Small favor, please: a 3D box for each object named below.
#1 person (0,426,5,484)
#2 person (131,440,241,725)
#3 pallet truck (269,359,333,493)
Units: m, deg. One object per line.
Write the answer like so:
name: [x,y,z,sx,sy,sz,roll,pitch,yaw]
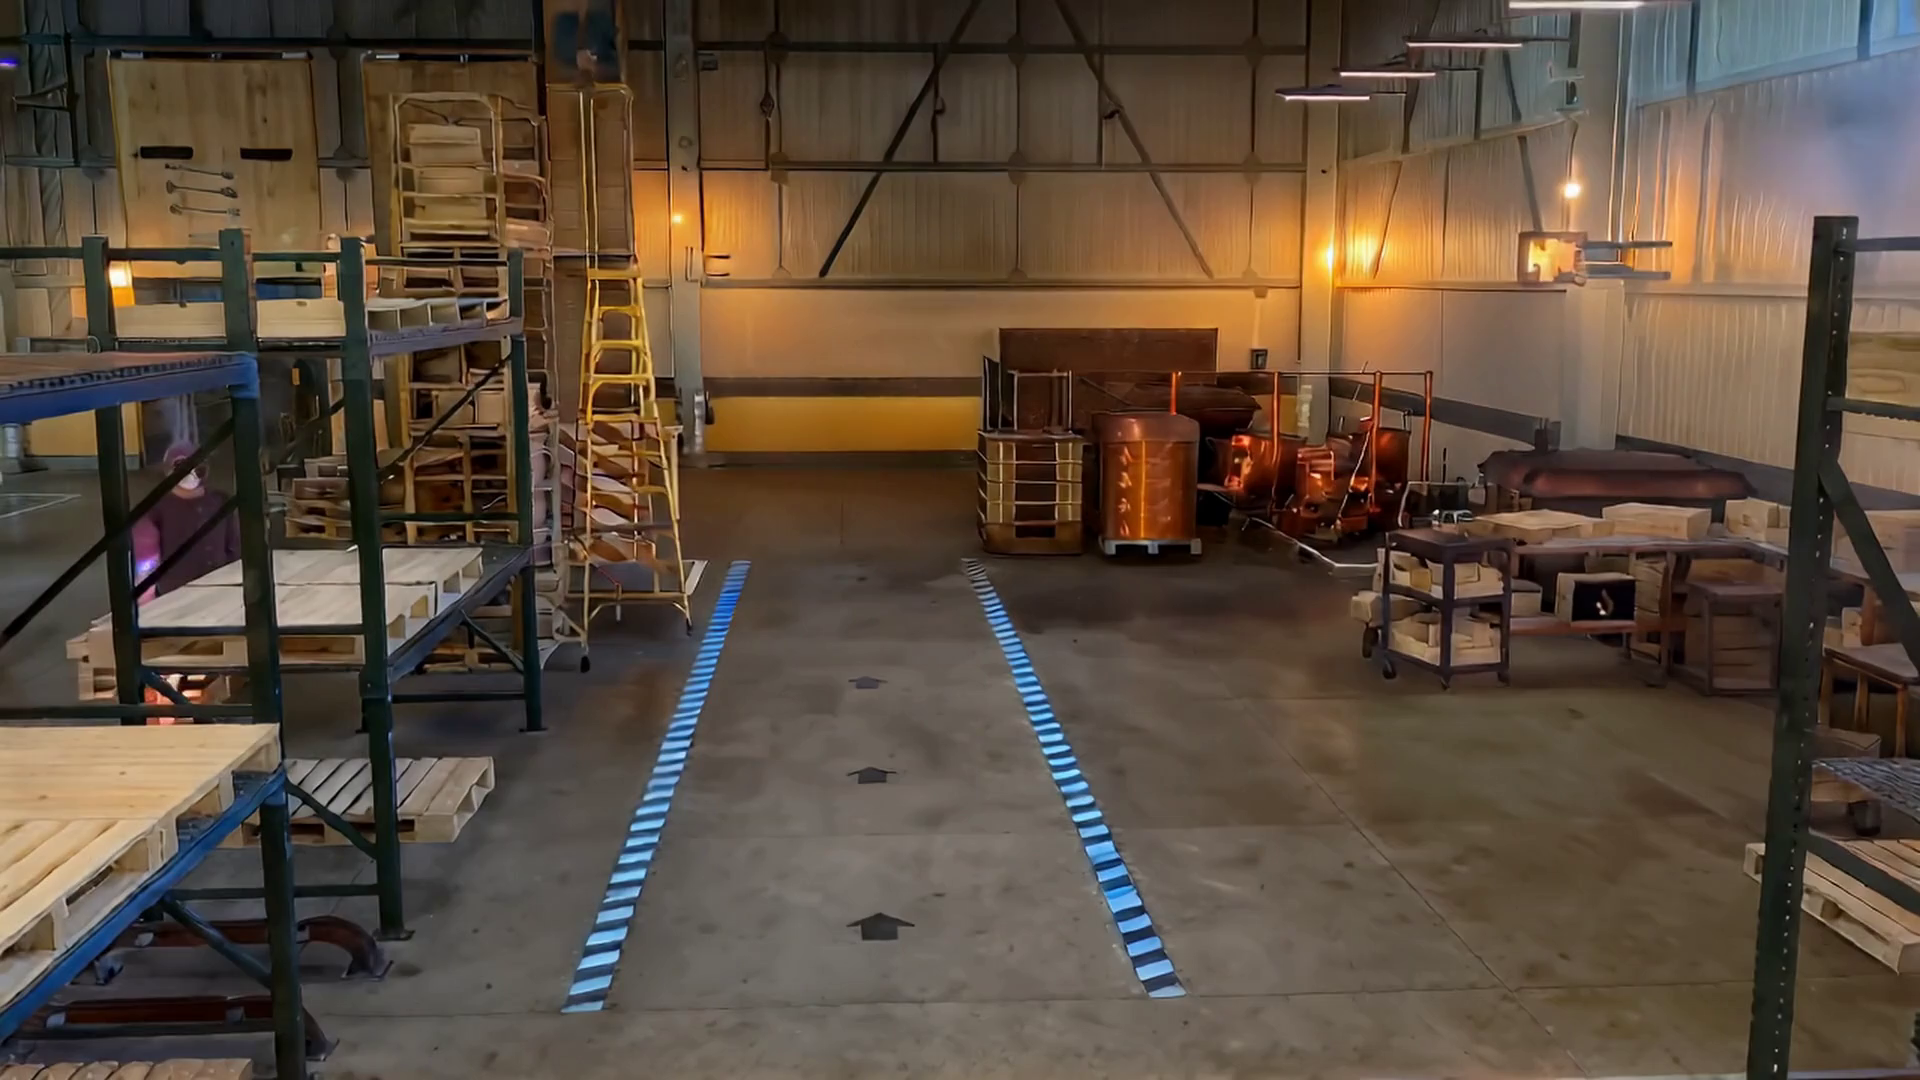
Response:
person: [-13.404,-1.695,22.771,0.551,1.928,0.388,0,9,1]
person: [-4.440,0.387,9.645,0.627,1.941,0.373,-8,12,-41]
pallet truck: [-7.062,-1.131,18.996,1.885,1.965,0.823,2,9,13]
